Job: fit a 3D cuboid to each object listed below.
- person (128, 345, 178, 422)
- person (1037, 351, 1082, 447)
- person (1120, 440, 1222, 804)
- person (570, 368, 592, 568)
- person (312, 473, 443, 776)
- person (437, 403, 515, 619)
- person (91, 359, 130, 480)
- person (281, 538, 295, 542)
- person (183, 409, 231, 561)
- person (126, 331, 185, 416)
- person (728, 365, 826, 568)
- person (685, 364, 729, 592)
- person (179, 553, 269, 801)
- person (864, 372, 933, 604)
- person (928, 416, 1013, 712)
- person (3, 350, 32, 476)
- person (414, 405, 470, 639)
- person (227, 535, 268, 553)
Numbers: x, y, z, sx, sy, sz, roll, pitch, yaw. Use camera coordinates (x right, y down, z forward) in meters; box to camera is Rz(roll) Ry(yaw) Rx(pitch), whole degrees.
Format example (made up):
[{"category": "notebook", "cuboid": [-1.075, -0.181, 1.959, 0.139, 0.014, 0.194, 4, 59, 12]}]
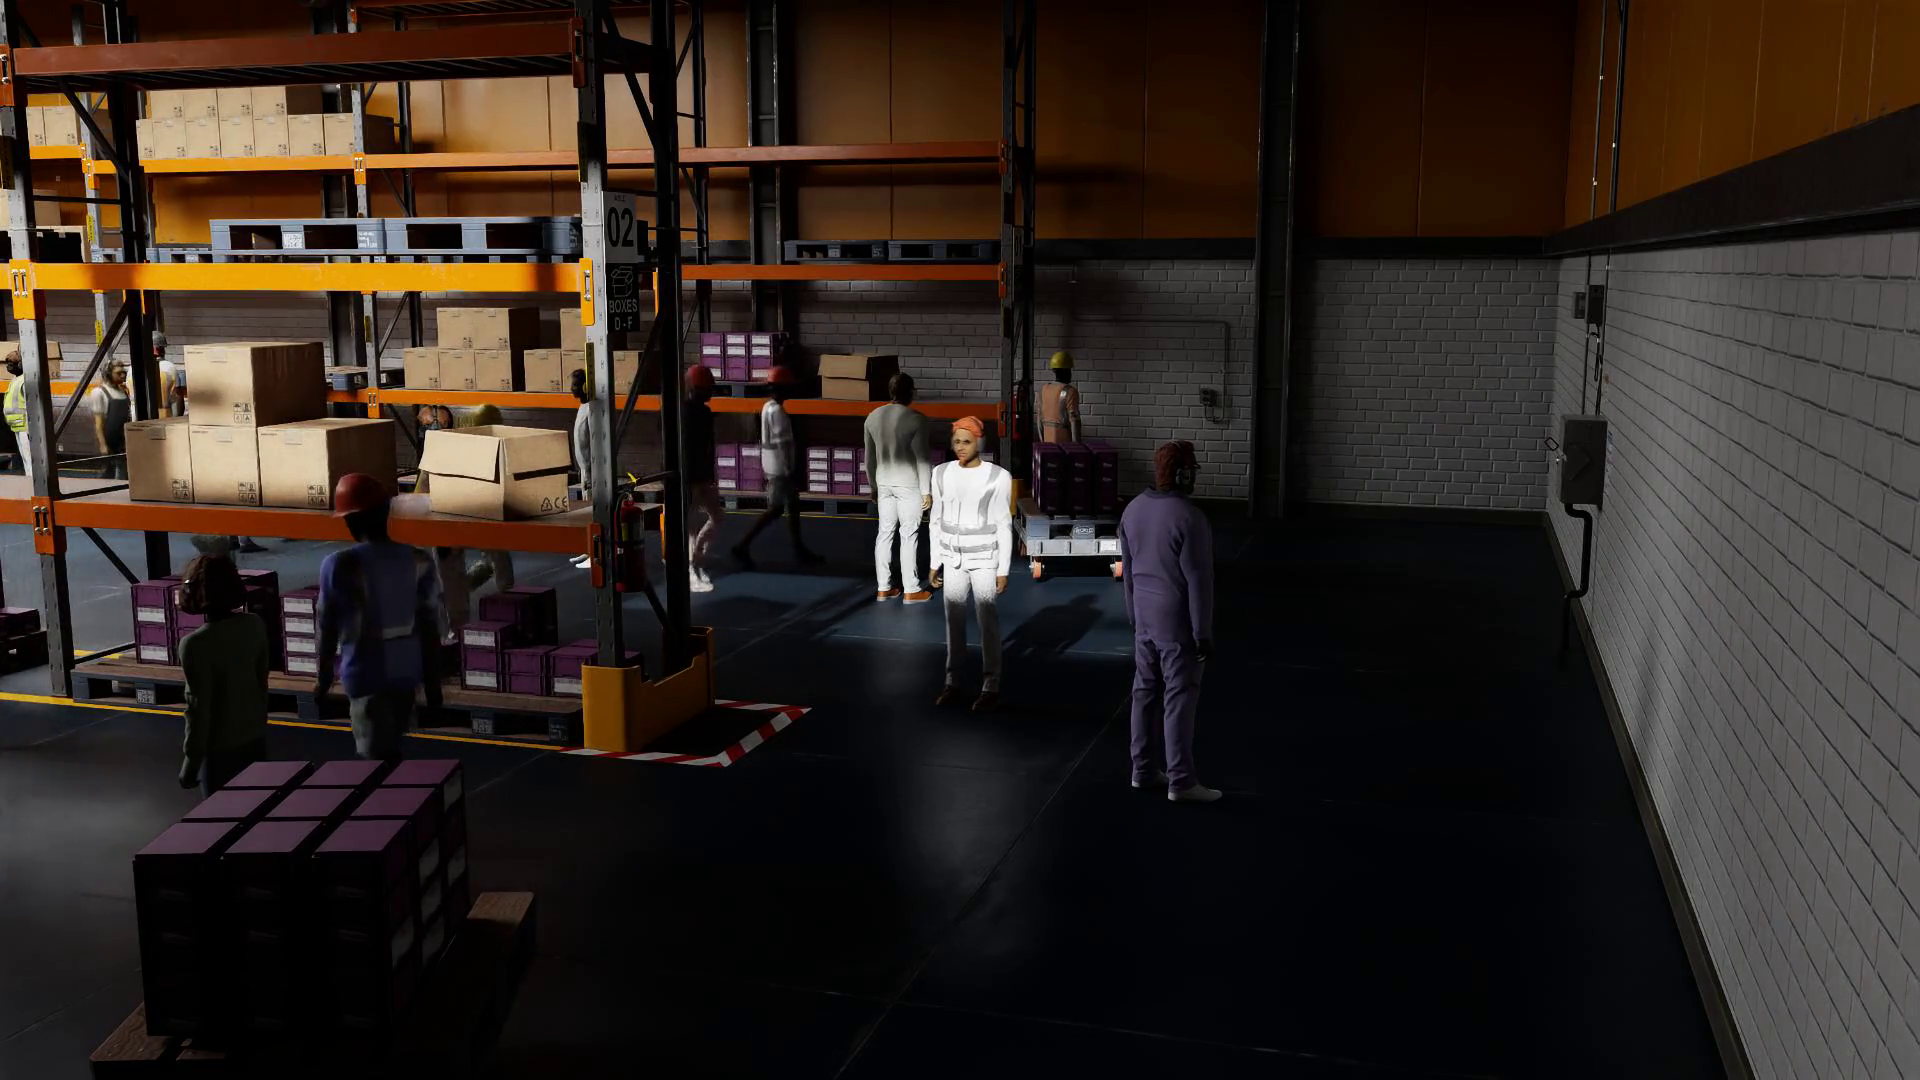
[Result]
[{"category": "person", "cuboid": [-9.460, -1.346, 19.517, 0.366, 1.930, 0.542, 8, 12, 39]}, {"category": "person", "cuboid": [1.062, -1.015, 17.502, 0.364, 1.930, 0.588, -8, 12, -41]}, {"category": "person", "cuboid": [1.128, 0.428, 8.775, 0.408, 1.909, 0.638, -6, 11, -32]}, {"category": "person", "cuboid": [-3.504, -0.676, 15.605, 0.328, 1.876, 0.513, -4, 10, -21]}, {"category": "person", "cuboid": [-2.672, 0.625, 7.723, 0.985, 1.880, 0.532, 8, 12, 39]}, {"category": "person", "cuboid": [-3.667, -0.166, 12.737, 0.792, 1.800, 0.596, 2, 9, 11]}, {"category": "person", "cuboid": [-9.330, -1.084, 18.272, 0.773, 1.823, 0.519, 3, 10, 20]}, {"category": "person", "cuboid": [-6.808, -0.886, 17.142, 0.684, 1.806, 0.455, -8, 12, -40]}, {"category": "person", "cuboid": [-6.326, -0.344, 13.982, 0.353, 1.730, 0.505, -5, 11, -28]}, {"category": "person", "cuboid": [-9.767, -1.541, 20.369, 0.674, 2.000, 0.536, 2, 10, 13]}, {"category": "person", "cuboid": [-1.727, -0.682, 15.541, 0.875, 1.911, 0.563, -1, 9, -7]}, {"category": "person", "cuboid": [-2.263, -0.525, 14.355, 0.437, 1.977, 0.645, 3, 10, 18]}, {"category": "person", "cuboid": [-3.063, 0.864, 6.946, 0.281, 1.634, 0.498, 2, 10, 12]}, {"category": "person", "cuboid": [-0.506, -0.433, 13.927, 0.635, 1.937, 0.352, 6, 11, 32]}, {"category": "person", "cuboid": [0.066, 0.147, 10.582, 0.579, 1.878, 0.345, 5, 11, 29]}, {"category": "person", "cuboid": [-11.039, -1.318, 19.655, 0.429, 1.837, 0.624, -8, 12, -39]}, {"category": "person", "cuboid": [-3.699, -0.053, 11.935, 0.429, 1.837, 0.628, -3, 10, -16]}, {"category": "person", "cuboid": [-7.090, -0.758, 16.470, 0.522, 1.758, 0.350, 9, 13, 42]}]
